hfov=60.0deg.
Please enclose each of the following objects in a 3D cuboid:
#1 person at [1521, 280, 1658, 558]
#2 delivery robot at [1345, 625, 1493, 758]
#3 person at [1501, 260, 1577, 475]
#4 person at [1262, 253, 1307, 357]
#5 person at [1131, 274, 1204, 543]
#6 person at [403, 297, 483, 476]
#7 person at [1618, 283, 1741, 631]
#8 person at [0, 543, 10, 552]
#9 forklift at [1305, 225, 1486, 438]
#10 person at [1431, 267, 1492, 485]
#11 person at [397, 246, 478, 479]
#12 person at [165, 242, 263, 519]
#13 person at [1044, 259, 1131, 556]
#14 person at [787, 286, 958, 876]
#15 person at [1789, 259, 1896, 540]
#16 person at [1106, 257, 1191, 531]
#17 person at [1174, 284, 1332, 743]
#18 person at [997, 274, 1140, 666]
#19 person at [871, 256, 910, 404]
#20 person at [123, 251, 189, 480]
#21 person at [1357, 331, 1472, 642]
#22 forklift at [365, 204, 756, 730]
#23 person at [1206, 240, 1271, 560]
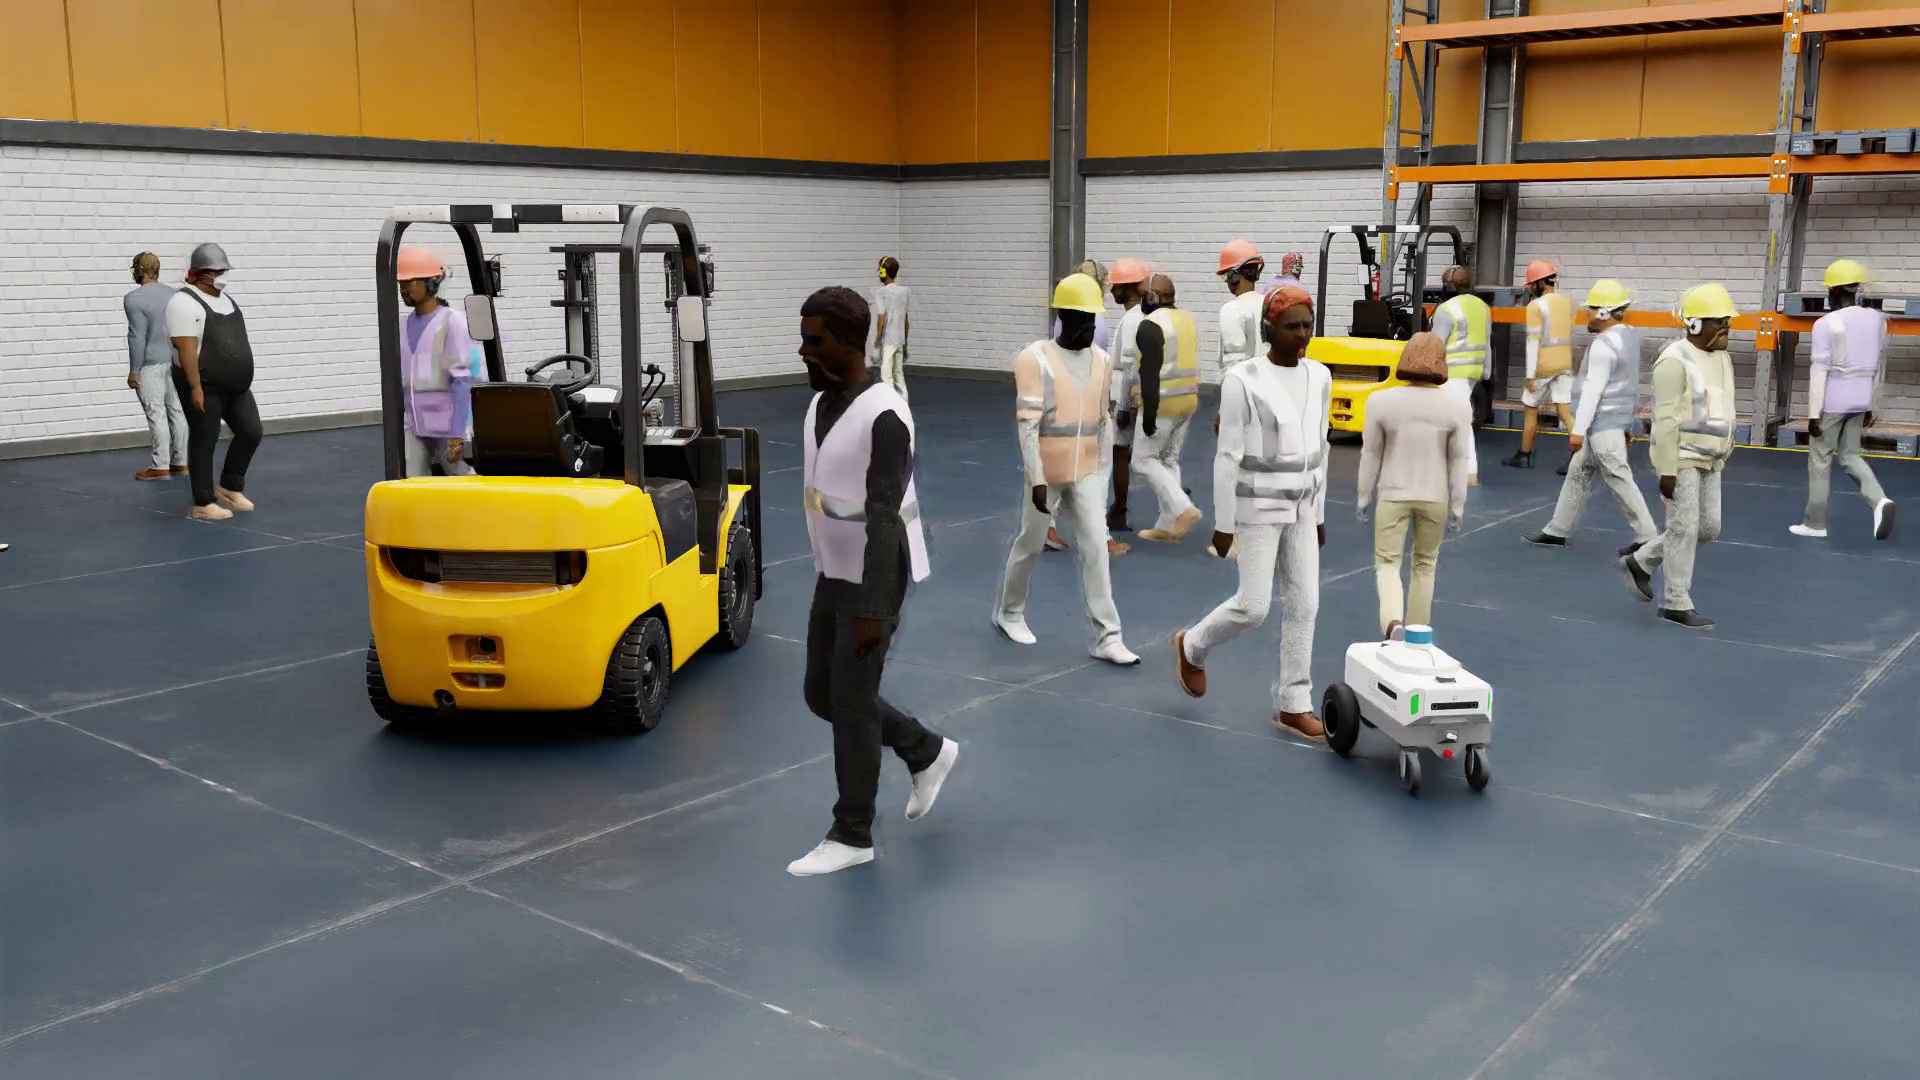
[{"bbox_3d":[4.147,-0.772,10.691,0.921,1.789,0.609,7,12,34],"label":"person"},{"bbox_3d":[1.752,0.571,6.393,0.477,0.478,0.707,-1,10,-8],"label":"delivery robot"},{"bbox_3d":[5.165,-1.503,14.529,0.561,1.871,0.979,-4,11,-22],"label":"person"},{"bbox_3d":[3.507,-2.106,17.767,0.403,1.900,0.636,-6,12,-30],"label":"person"},{"bbox_3d":[1.396,-0.858,11.118,0.553,1.810,0.664,7,13,36],"label":"person"},{"bbox_3d":[-3.411,-0.752,10.912,0.540,1.655,0.836,-1,10,-8],"label":"person"},{"bbox_3d":[3.799,-0.445,8.795,0.602,1.820,0.567,-7,13,-36],"label":"person"},{"bbox_3d":[-6.470,-0.694,10.409,0.864,1.726,0.539,0,10,-2],"label":"person"},{"bbox_3d":[4.449,-2.115,16.993,1.214,2.155,2.313,8,13,38],"label":"forklift"},{"bbox_3d":[4.114,-1.392,14.081,0.644,1.799,0.901,-8,13,-37],"label":"person"},{"bbox_3d":[-2.960,-0.676,9.557,0.618,2.014,0.966,6,12,29],"label":"person"},{"bbox_3d":[-5.434,-1.165,12.153,0.538,2.000,0.695,3,11,17],"label":"person"},{"bbox_3d":[0.755,-0.851,10.782,0.635,1.913,0.634,-3,11,-16],"label":"person"},{"bbox_3d":[-0.277,0.132,5.391,0.605,1.899,0.596,-6,12,-29],"label":"person"},{"bbox_3d":[5.968,-0.922,11.175,0.612,1.909,0.672,-3,11,-17],"label":"person"},{"bbox_3d":[1.234,-0.997,11.560,0.634,1.917,0.551,2,10,10],"label":"person"},{"bbox_3d":[1.247,-0.125,6.900,0.578,1.865,0.743,-7,12,-34],"label":"person"},{"bbox_3d":[0.492,-0.356,8.145,0.594,1.881,0.980,-6,12,-29],"label":"person"},{"bbox_3d":[-0.732,-2.038,17.469,0.315,1.869,0.529,8,13,38],"label":"person"},{"bbox_3d":[-6.858,-1.479,14.177,0.372,1.940,0.630,2,10,11],"label":"person"},{"bbox_3d":[2.141,-0.178,7.865,0.508,1.608,0.654,2,11,13],"label":"person"},{"bbox_3d":[-1.766,-0.406,7.525,1.214,2.155,2.313,1,10,7],"label":"forklift"},{"bbox_3d":[1.787,-0.882,10.609,0.404,2.034,0.609,8,13,37],"label":"person"}]
